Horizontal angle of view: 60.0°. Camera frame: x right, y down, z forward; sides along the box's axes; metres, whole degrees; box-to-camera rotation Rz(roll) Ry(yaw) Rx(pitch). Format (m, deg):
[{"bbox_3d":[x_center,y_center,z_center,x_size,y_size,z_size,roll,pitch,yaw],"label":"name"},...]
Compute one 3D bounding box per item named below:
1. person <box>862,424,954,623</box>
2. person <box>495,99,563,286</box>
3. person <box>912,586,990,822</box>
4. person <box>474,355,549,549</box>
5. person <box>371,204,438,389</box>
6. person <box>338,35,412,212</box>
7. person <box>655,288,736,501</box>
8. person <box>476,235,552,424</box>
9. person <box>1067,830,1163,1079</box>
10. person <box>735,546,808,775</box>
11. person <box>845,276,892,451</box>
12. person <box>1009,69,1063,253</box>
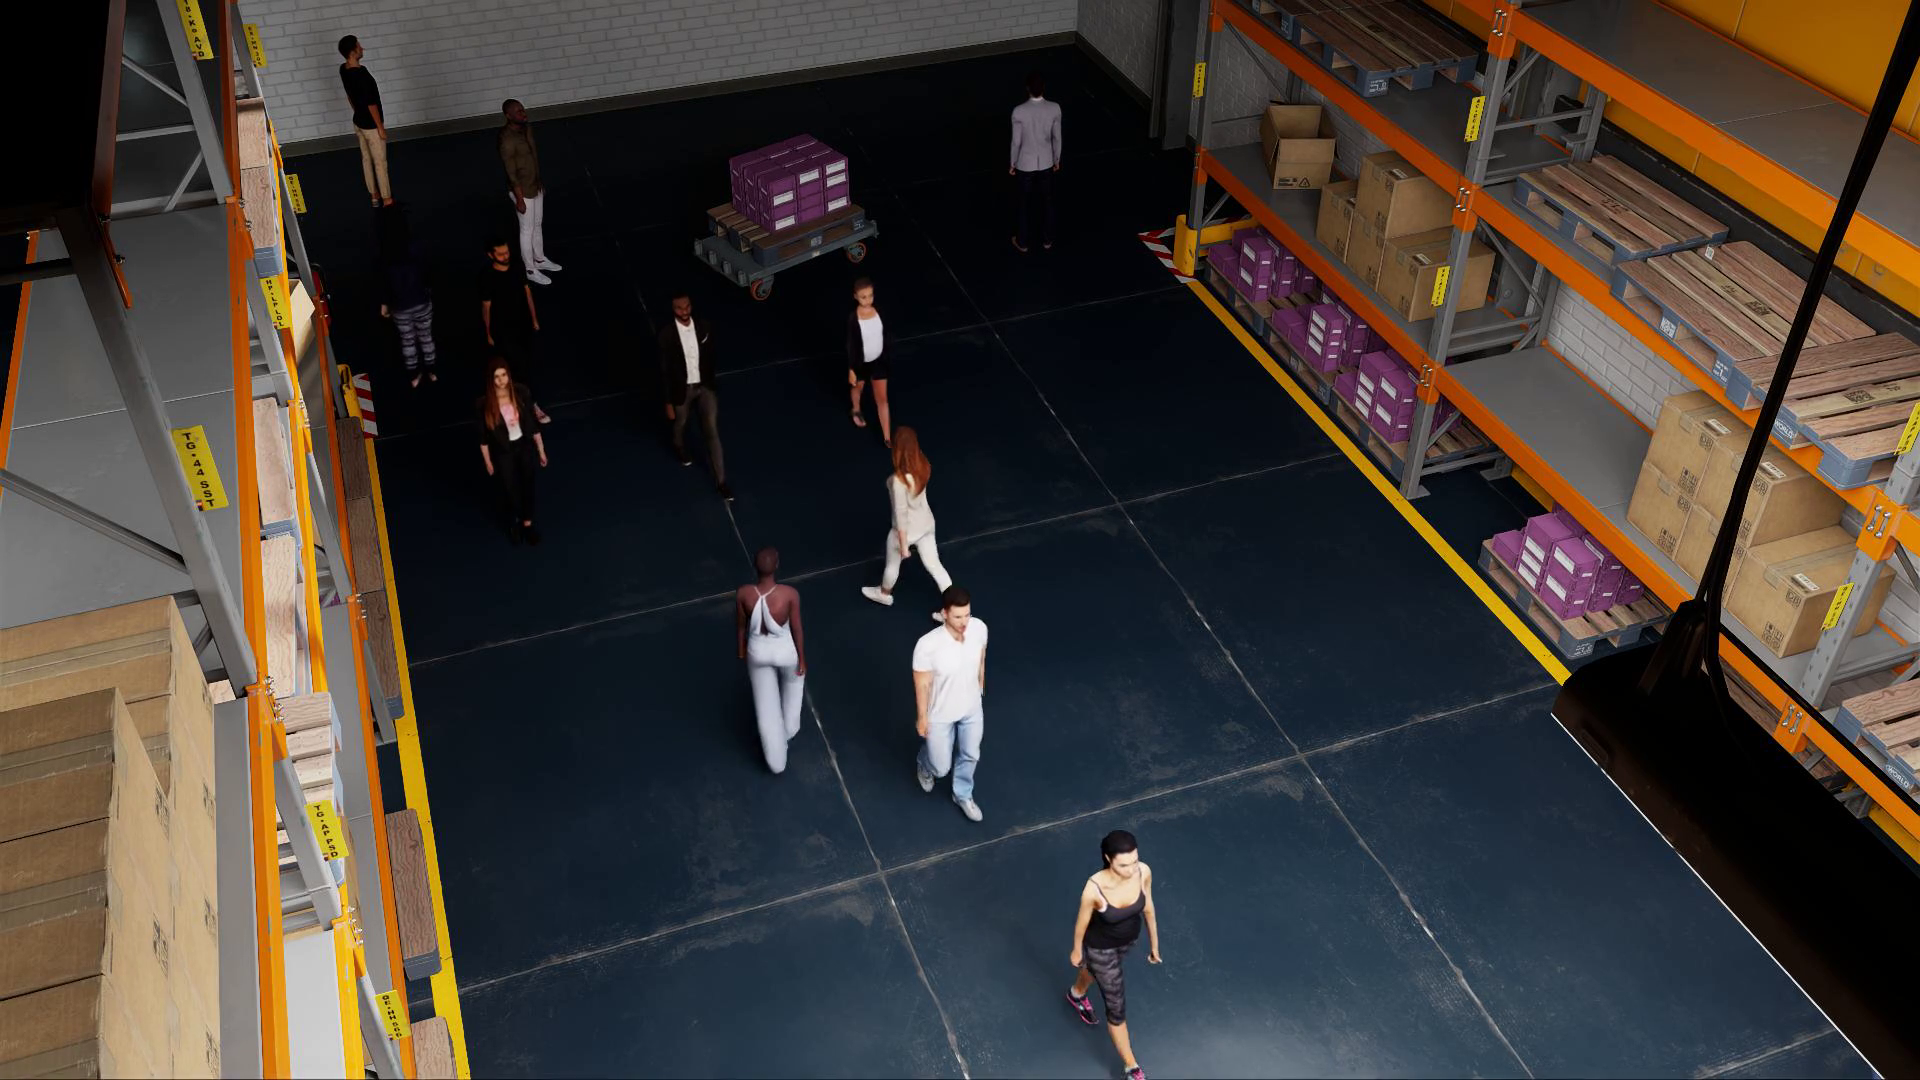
[{"bbox_3d":[-0.259,-0.054,11.891,1.173,1.668,0.995,24,45,27],"label":"person"},{"bbox_3d":[-4.152,-3.352,15.895,0.864,1.825,0.728,7,39,8],"label":"person"},{"bbox_3d":[-0.083,0.987,10.441,0.741,1.851,0.853,-19,42,-22],"label":"person"},{"bbox_3d":[-3.432,-0.721,12.701,0.653,1.700,0.646,-22,44,-25],"label":"person"},{"bbox_3d":[-4.722,-2.068,14.379,0.661,1.711,0.660,-16,41,-19],"label":"person"},{"bbox_3d":[-6.051,-4.252,16.994,0.770,1.860,0.618,-32,48,-33],"label":"person"},{"bbox_3d":[-2.203,-1.223,13.295,0.749,1.744,1.236,-18,42,-21],"label":"person"},{"bbox_3d":[-3.835,-1.820,14.049,1.085,1.735,0.938,27,46,29],"label":"person"},{"bbox_3d":[0.779,2.140,9.123,0.715,1.695,1.123,-19,42,-22],"label":"person"},{"bbox_3d":[-1.207,0.837,10.701,0.756,1.761,0.837,0,39,0],"label":"person"},{"bbox_3d":[-0.816,-1.535,13.869,0.591,1.514,1.070,-16,41,-19],"label":"person"},{"bbox_3d":[0.736,-3.714,16.330,0.700,1.848,0.610,-8,39,-10],"label":"person"}]
